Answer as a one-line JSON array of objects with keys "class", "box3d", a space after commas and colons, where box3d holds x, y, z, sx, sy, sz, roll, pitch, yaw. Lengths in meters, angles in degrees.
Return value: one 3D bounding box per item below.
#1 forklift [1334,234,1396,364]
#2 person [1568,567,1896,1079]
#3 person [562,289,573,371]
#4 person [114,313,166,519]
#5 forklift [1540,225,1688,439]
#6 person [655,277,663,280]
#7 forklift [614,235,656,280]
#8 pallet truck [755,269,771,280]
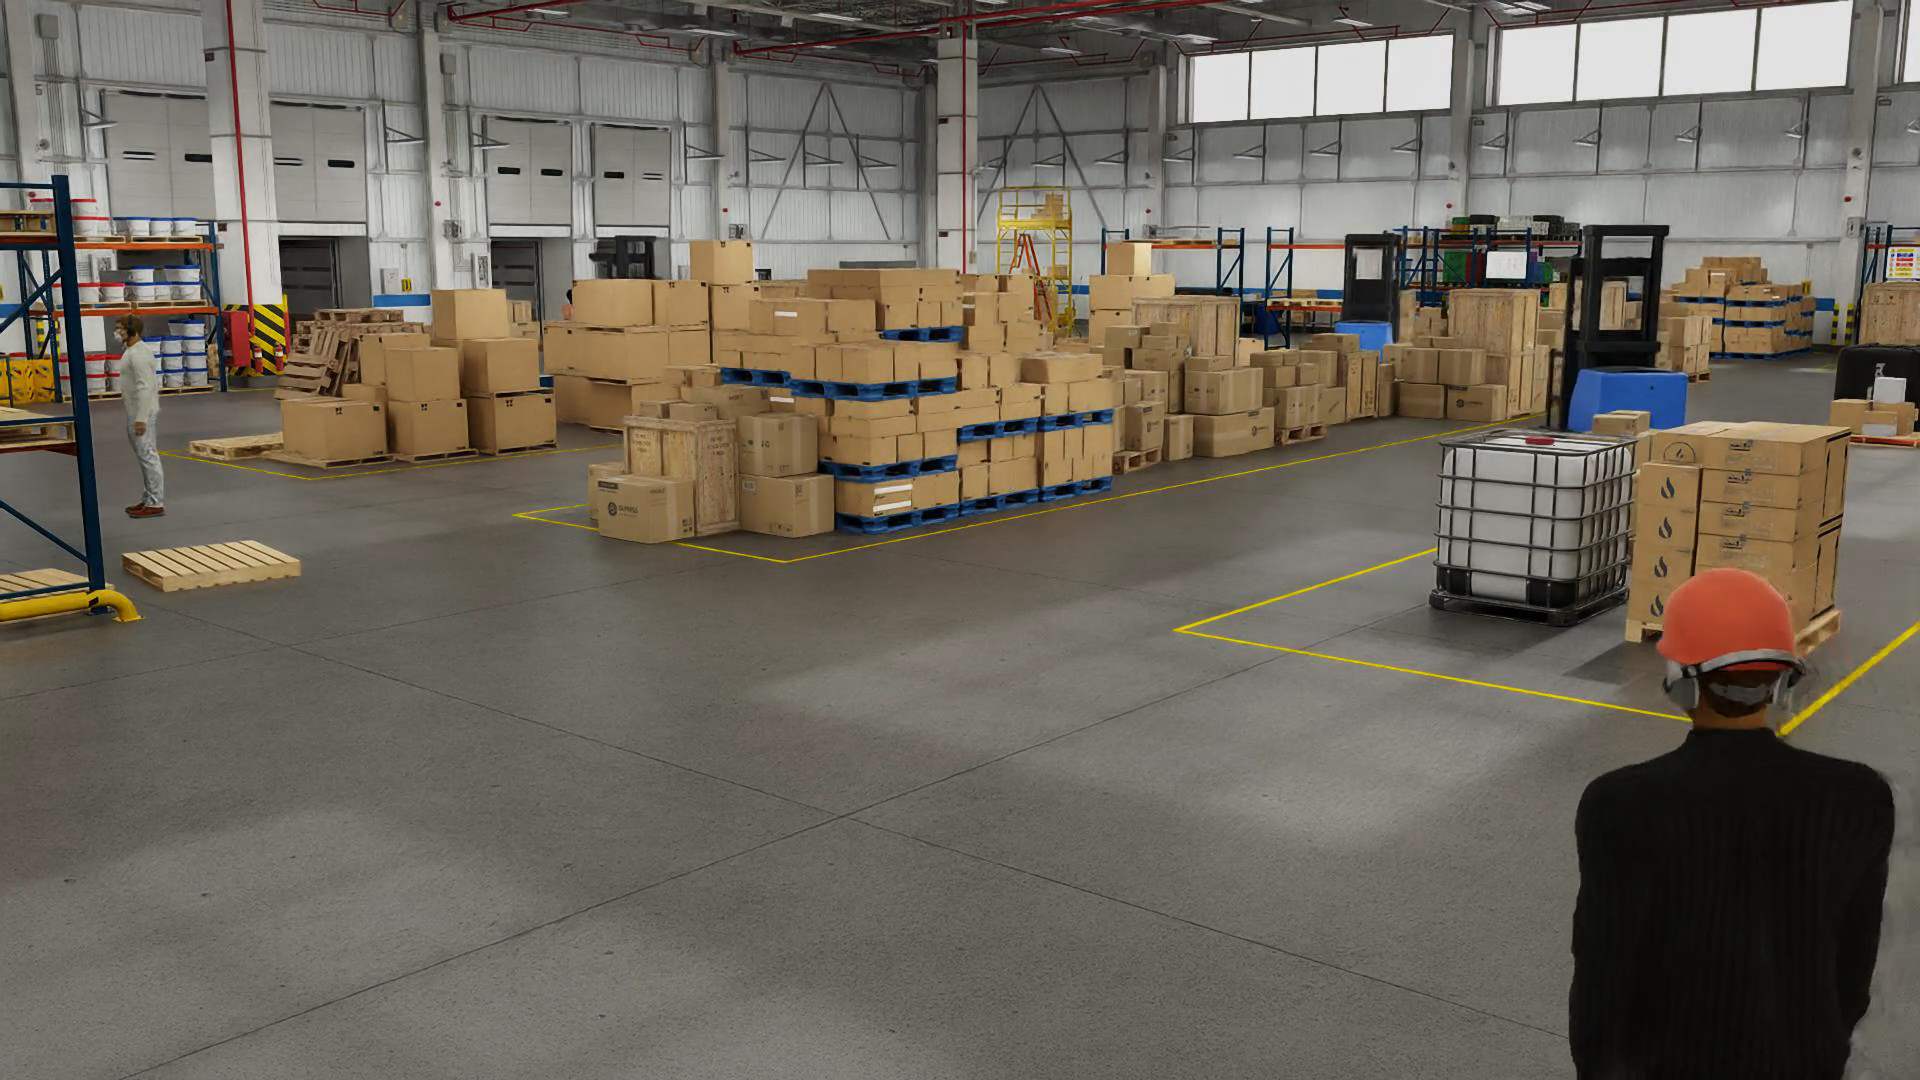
[{"class": "forklift", "box3d": [8.122, -4.689, 33.088, 1.129, 2.768, 1.873, 4, 11, 22]}, {"class": "person", "box3d": [1.496, 1.020, 3.287, 0.612, 1.943, 1.048, 1, 10, 8]}, {"class": "person", "box3d": [-8.029, -4.342, 34.490, 0.318, 1.698, 0.544, 4, 11, 20]}, {"class": "person", "box3d": [-7.784, -1.178, 15.774, 0.360, 1.938, 0.635, -6, 12, -30]}, {"class": "forklift", "box3d": [8.042, -2.444, 20.307, 1.129, 2.768, 1.873, 0, 10, 0]}, {"class": "person", "box3d": [-6.495, -4.724, 36.014, 0.636, 1.929, 0.385, -5, 11, -25]}, {"class": "forklift", "box3d": [-7.246, -5.443, 37.381, 1.873, 2.768, 1.129, 8, 13, 39]}, {"class": "pallet truck", "box3d": [-4.996, -6.432, 45.525, 1.885, 1.965, 0.823, -6, 12, -32]}]
